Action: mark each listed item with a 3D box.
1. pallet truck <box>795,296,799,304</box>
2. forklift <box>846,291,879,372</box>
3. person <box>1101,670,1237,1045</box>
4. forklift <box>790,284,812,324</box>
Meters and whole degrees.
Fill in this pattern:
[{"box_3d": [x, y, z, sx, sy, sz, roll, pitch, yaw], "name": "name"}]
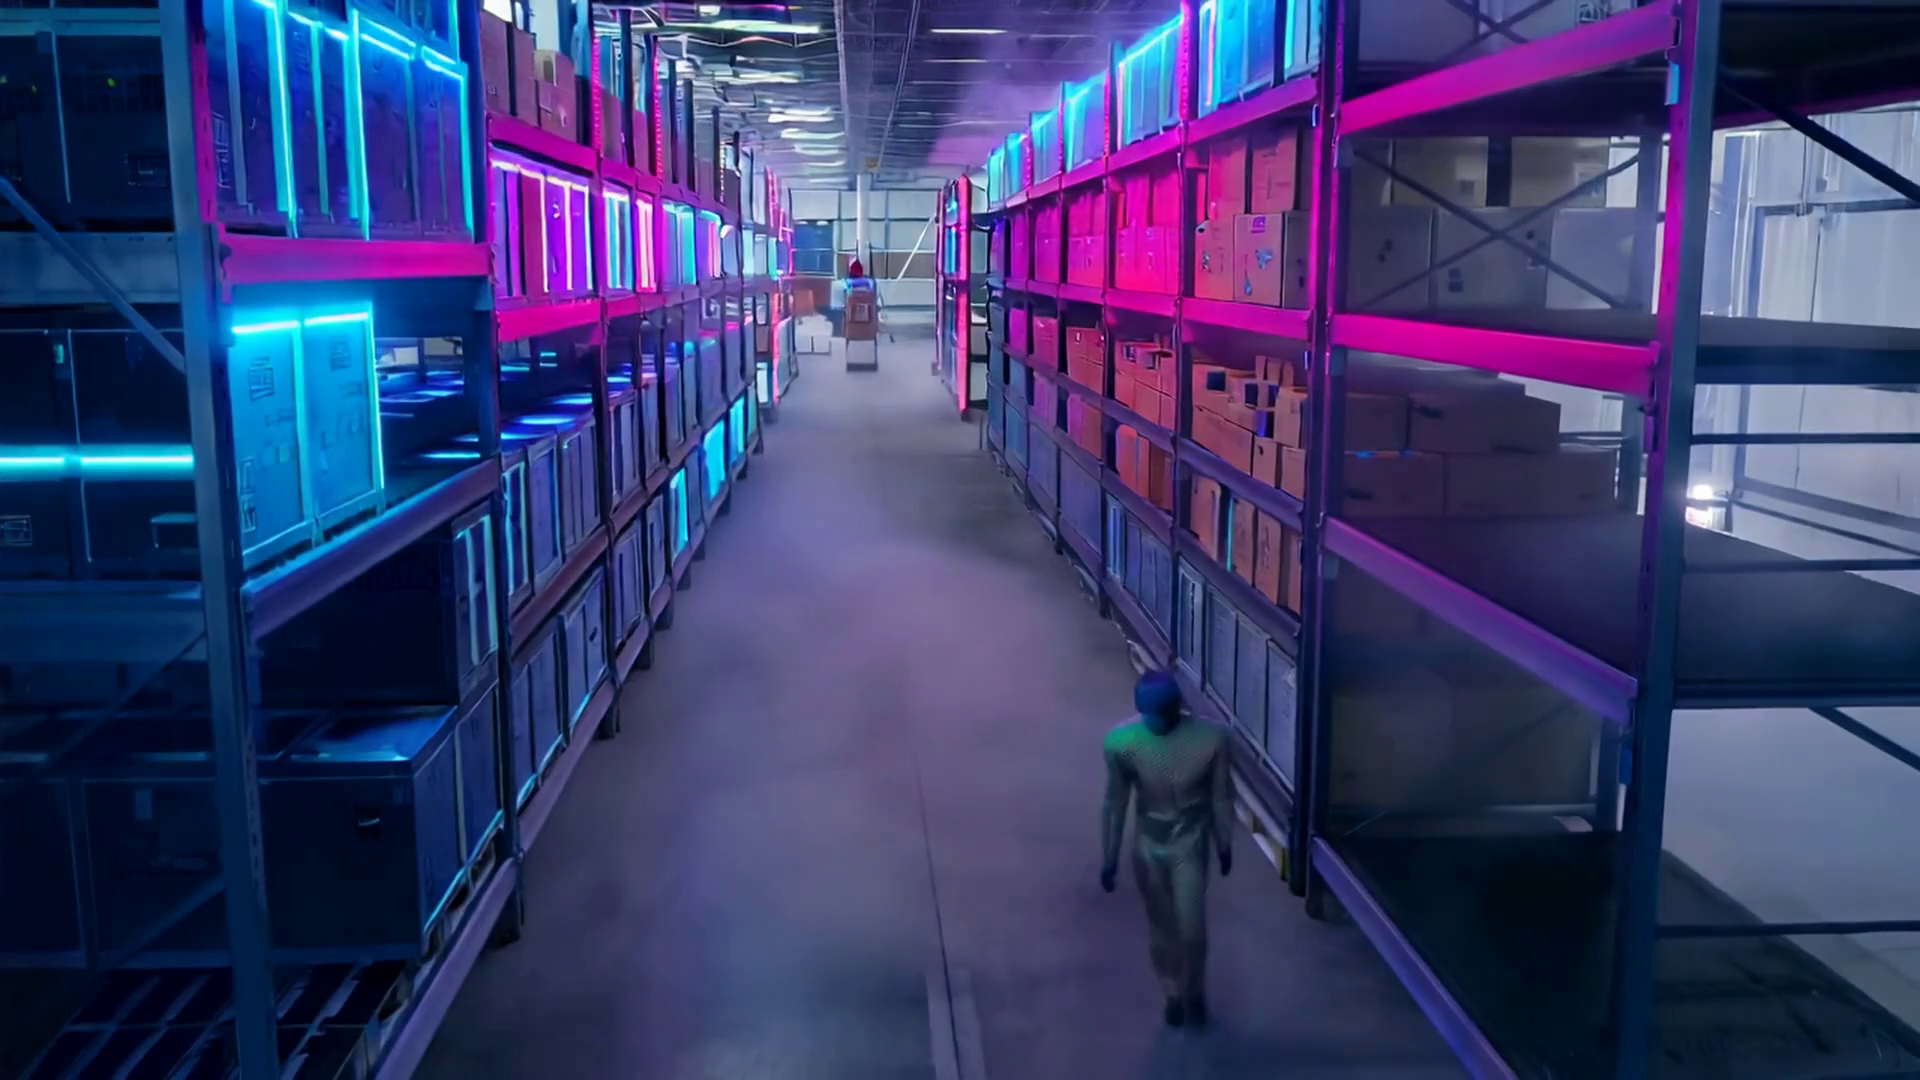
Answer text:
[{"box_3d": [-8.622, -12.439, 91.403, 1.885, 1.965, 0.823, 2, 10, 13], "name": "pallet truck"}, {"box_3d": [-3.424, -7.316, 58.166, 1.129, 2.768, 1.873, -1, 10, -4], "name": "forklift"}, {"box_3d": [1.032, 1.537, 8.241, 0.655, 1.888, 0.610, 2, 10, 10], "name": "person"}, {"box_3d": [-7.279, -10.304, 76.020, 1.129, 2.768, 1.873, 2, 10, 11], "name": "forklift"}]
